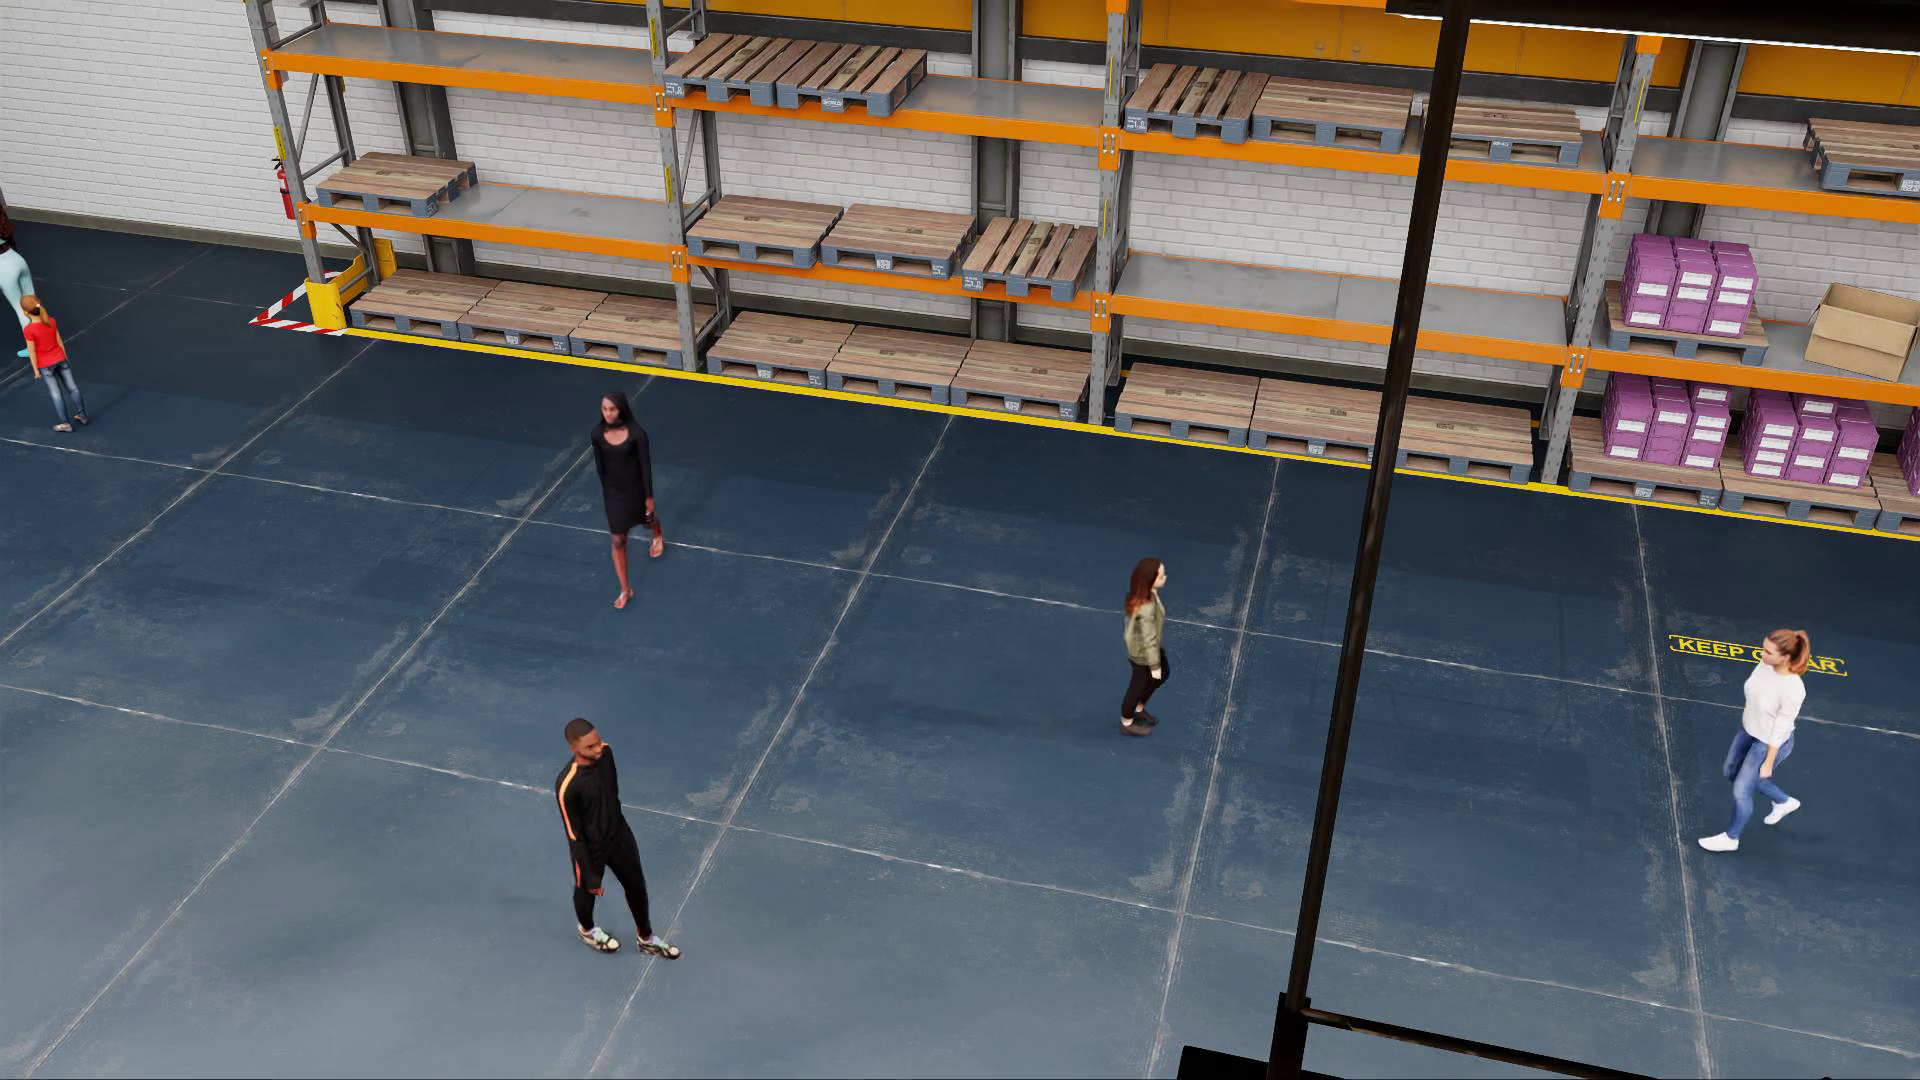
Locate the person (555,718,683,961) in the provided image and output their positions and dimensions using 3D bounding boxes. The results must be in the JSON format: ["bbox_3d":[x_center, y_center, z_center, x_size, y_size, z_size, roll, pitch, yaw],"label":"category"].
[{"bbox_3d":[-2.150,1.694,9.511,0.979,1.785,0.797,17,37,23],"label":"person"}]

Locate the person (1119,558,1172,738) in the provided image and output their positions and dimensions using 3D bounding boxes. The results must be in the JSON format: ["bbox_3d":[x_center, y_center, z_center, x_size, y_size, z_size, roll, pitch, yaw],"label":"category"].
[{"bbox_3d":[1.177,0.739,11.238,0.599,1.464,0.618,4,34,6],"label":"person"}]

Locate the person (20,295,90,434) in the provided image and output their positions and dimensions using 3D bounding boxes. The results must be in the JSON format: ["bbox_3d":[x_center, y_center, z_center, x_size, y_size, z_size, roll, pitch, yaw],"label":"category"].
[{"bbox_3d":[-8.114,-1.587,14.877,0.545,1.310,0.523,19,38,26],"label":"person"}]

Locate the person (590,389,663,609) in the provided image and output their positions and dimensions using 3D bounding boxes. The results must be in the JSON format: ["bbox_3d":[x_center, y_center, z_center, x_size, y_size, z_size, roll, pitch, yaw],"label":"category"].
[{"bbox_3d":[-2.508,-0.399,12.747,1.131,1.690,0.814,3,34,4],"label":"person"}]

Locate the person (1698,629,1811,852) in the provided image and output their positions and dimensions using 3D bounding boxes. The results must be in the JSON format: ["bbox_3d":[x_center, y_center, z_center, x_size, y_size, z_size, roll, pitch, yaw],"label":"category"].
[{"bbox_3d":[5.036,1.245,10.253,0.927,1.711,0.750,1,34,1],"label":"person"}]

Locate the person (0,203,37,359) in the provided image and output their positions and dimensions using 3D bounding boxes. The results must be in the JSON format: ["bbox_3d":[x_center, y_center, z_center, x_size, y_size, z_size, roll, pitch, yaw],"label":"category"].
[{"bbox_3d":[-9.143,-2.586,16.007,0.548,1.724,0.580,5,34,8],"label":"person"}]
